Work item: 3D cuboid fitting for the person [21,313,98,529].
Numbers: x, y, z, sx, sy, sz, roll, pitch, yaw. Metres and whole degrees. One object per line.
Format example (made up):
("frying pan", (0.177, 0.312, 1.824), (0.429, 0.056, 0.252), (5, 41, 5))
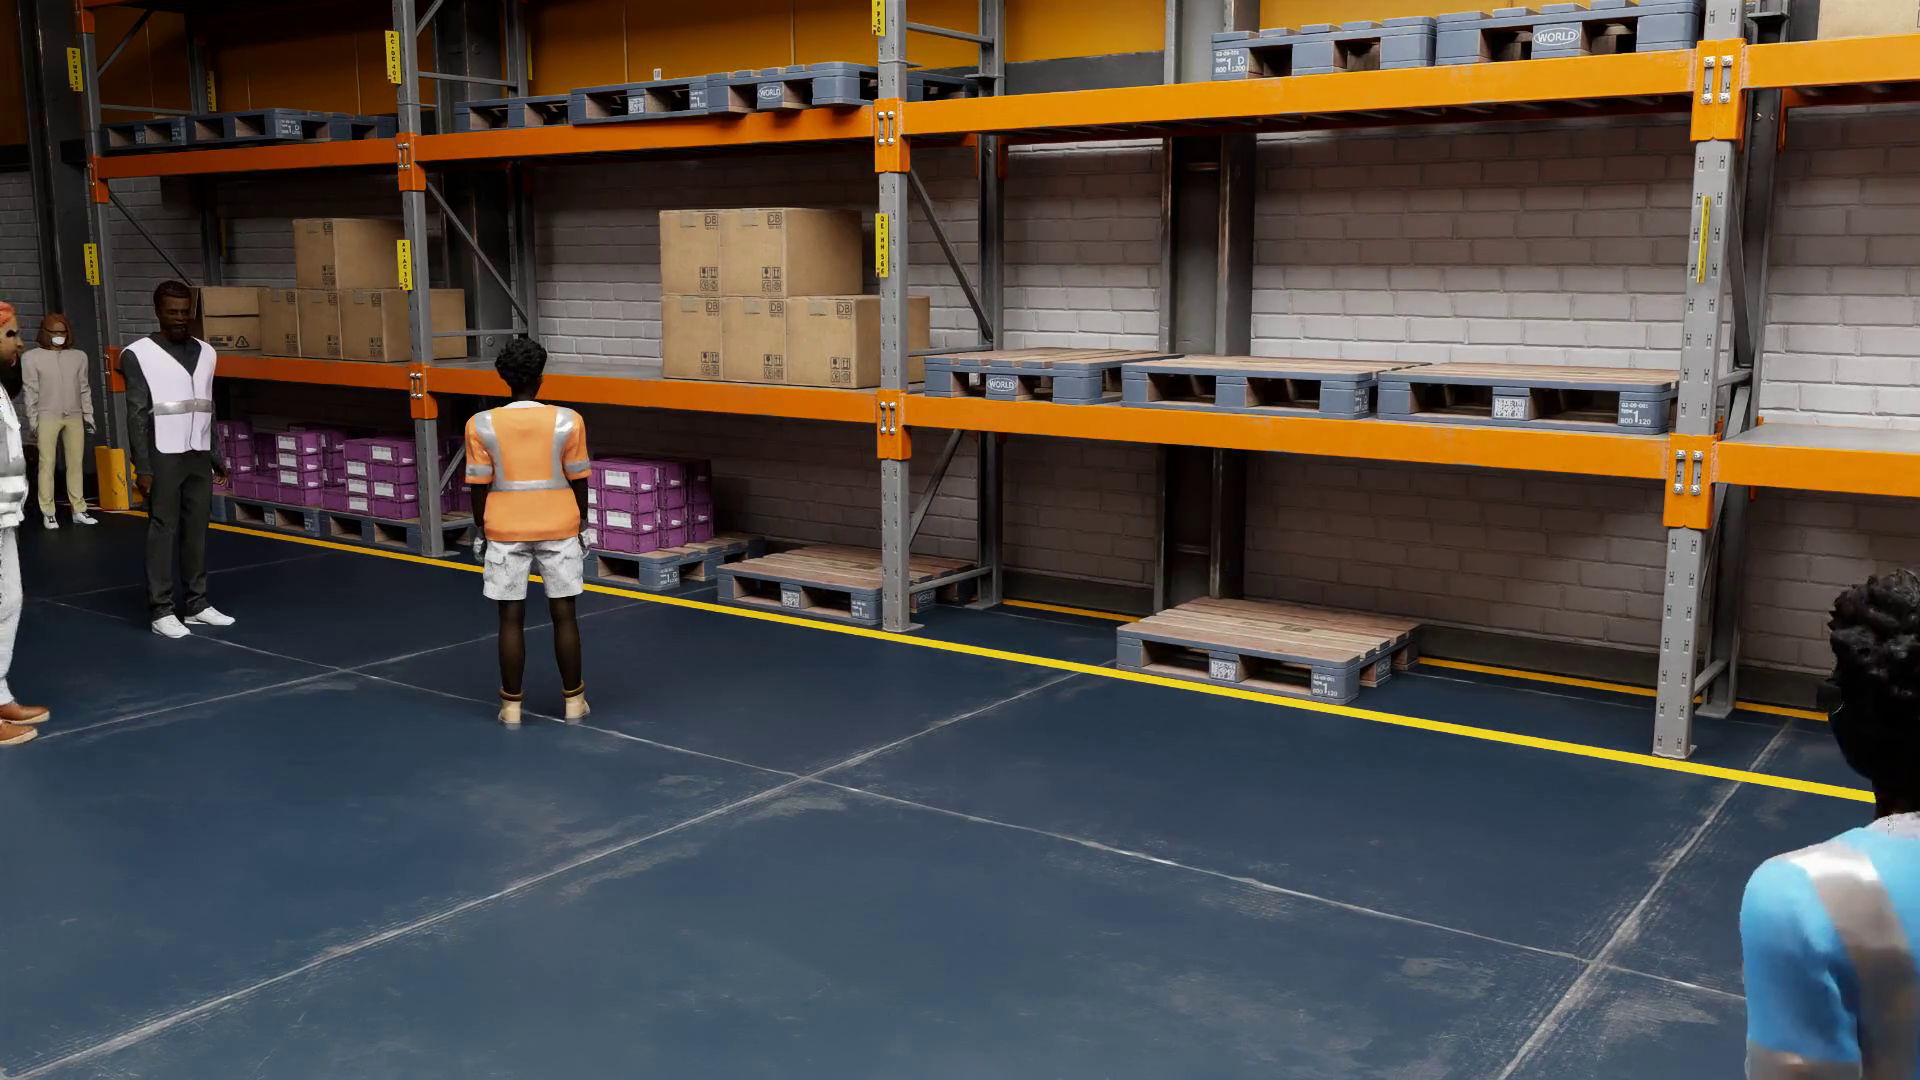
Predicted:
("person", (-6.837, -0.907, 12.651), (0.282, 1.633, 0.499), (7, 12, 36))

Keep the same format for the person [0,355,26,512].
("person", (-7.670, -1.186, 13.103), (0.536, 2.000, 0.681), (-1, 10, -4))

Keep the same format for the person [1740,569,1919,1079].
("person", (1.178, 0.870, 1.994), (0.538, 1.663, 0.828), (-3, 10, -17))

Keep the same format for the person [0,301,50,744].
("person", (-4.091, -0.074, 7.014), (0.382, 1.871, 0.593), (-4, 10, -21))

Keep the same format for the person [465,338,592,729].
("person", (-1.854, -0.022, 7.202), (0.531, 1.692, 0.320), (-2, 10, -14))

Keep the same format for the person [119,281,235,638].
("person", (-4.264, -0.444, 9.051), (0.369, 1.915, 0.597), (4, 10, 20))
